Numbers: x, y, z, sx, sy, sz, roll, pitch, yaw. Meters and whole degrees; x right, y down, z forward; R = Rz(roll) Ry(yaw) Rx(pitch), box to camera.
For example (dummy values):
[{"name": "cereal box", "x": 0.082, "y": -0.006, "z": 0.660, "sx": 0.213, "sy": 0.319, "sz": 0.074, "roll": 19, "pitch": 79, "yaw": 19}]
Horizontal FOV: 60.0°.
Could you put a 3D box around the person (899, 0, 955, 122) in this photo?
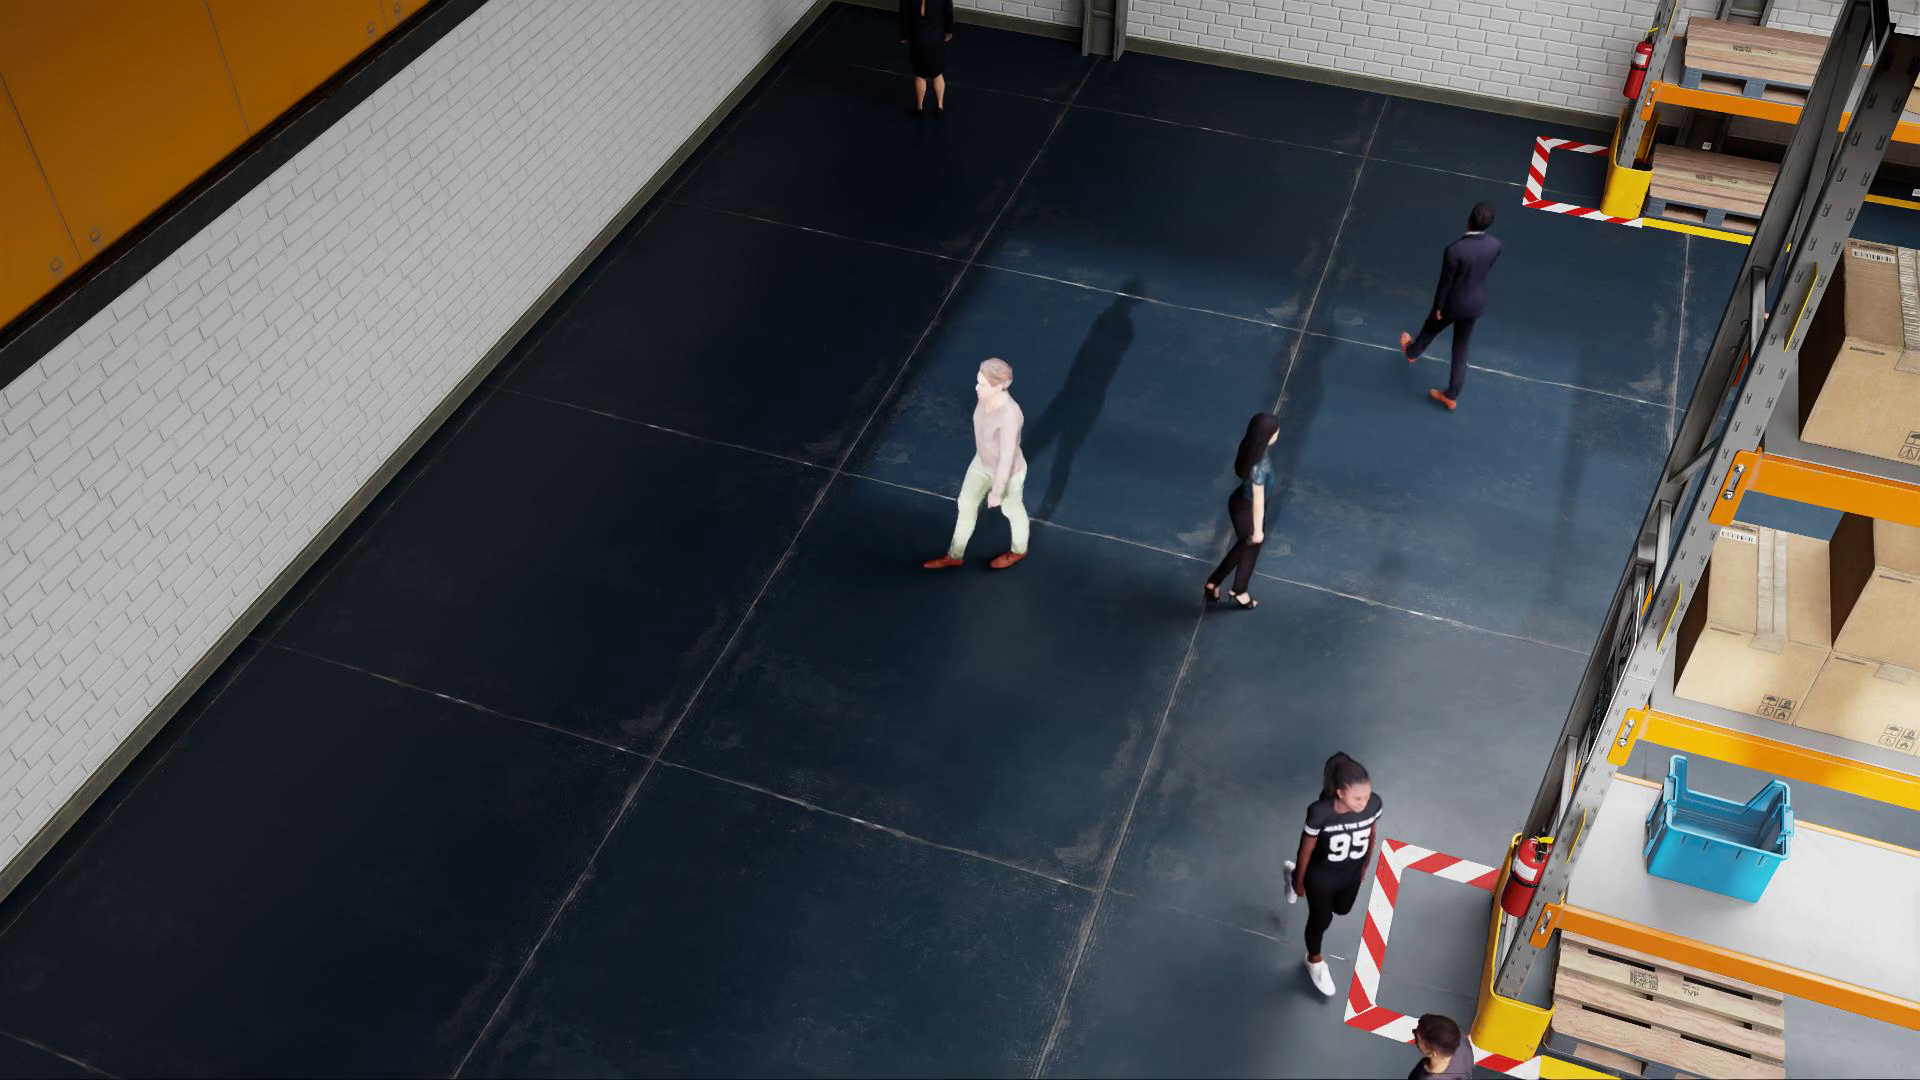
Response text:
[{"name": "person", "x": -0.327, "y": -4.854, "z": 16.097, "sx": 0.752, "sy": 1.669, "sz": 0.861, "roll": -7, "pitch": 44, "yaw": -7}]

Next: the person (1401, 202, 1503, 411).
[{"name": "person", "x": 3.905, "y": -1.759, "z": 12.841, "sx": 1.123, "sy": 1.680, "sz": 1.103, "roll": -14, "pitch": 45, "yaw": -14}]

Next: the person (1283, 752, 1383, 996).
[{"name": "person", "x": 1.988, "y": 1.750, "z": 9.134, "sx": 0.996, "sy": 1.712, "sz": 1.018, "roll": -13, "pitch": 45, "yaw": -14}]

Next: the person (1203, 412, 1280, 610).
[{"name": "person", "x": 1.908, "y": -0.160, "z": 11.126, "sx": 0.765, "sy": 1.729, "sz": 0.706, "roll": -5, "pitch": 44, "yaw": -6}]

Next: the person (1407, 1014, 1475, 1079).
[{"name": "person", "x": 2.298, "y": 2.859, "z": 7.968, "sx": 1.209, "sy": 1.714, "sz": 0.839, "roll": 26, "pitch": 49, "yaw": 25}]

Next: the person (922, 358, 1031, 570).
[{"name": "person", "x": 0.347, "y": -0.512, "z": 11.411, "sx": 1.136, "sy": 1.847, "sz": 1.084, "roll": -19, "pitch": 47, "yaw": -19}]
